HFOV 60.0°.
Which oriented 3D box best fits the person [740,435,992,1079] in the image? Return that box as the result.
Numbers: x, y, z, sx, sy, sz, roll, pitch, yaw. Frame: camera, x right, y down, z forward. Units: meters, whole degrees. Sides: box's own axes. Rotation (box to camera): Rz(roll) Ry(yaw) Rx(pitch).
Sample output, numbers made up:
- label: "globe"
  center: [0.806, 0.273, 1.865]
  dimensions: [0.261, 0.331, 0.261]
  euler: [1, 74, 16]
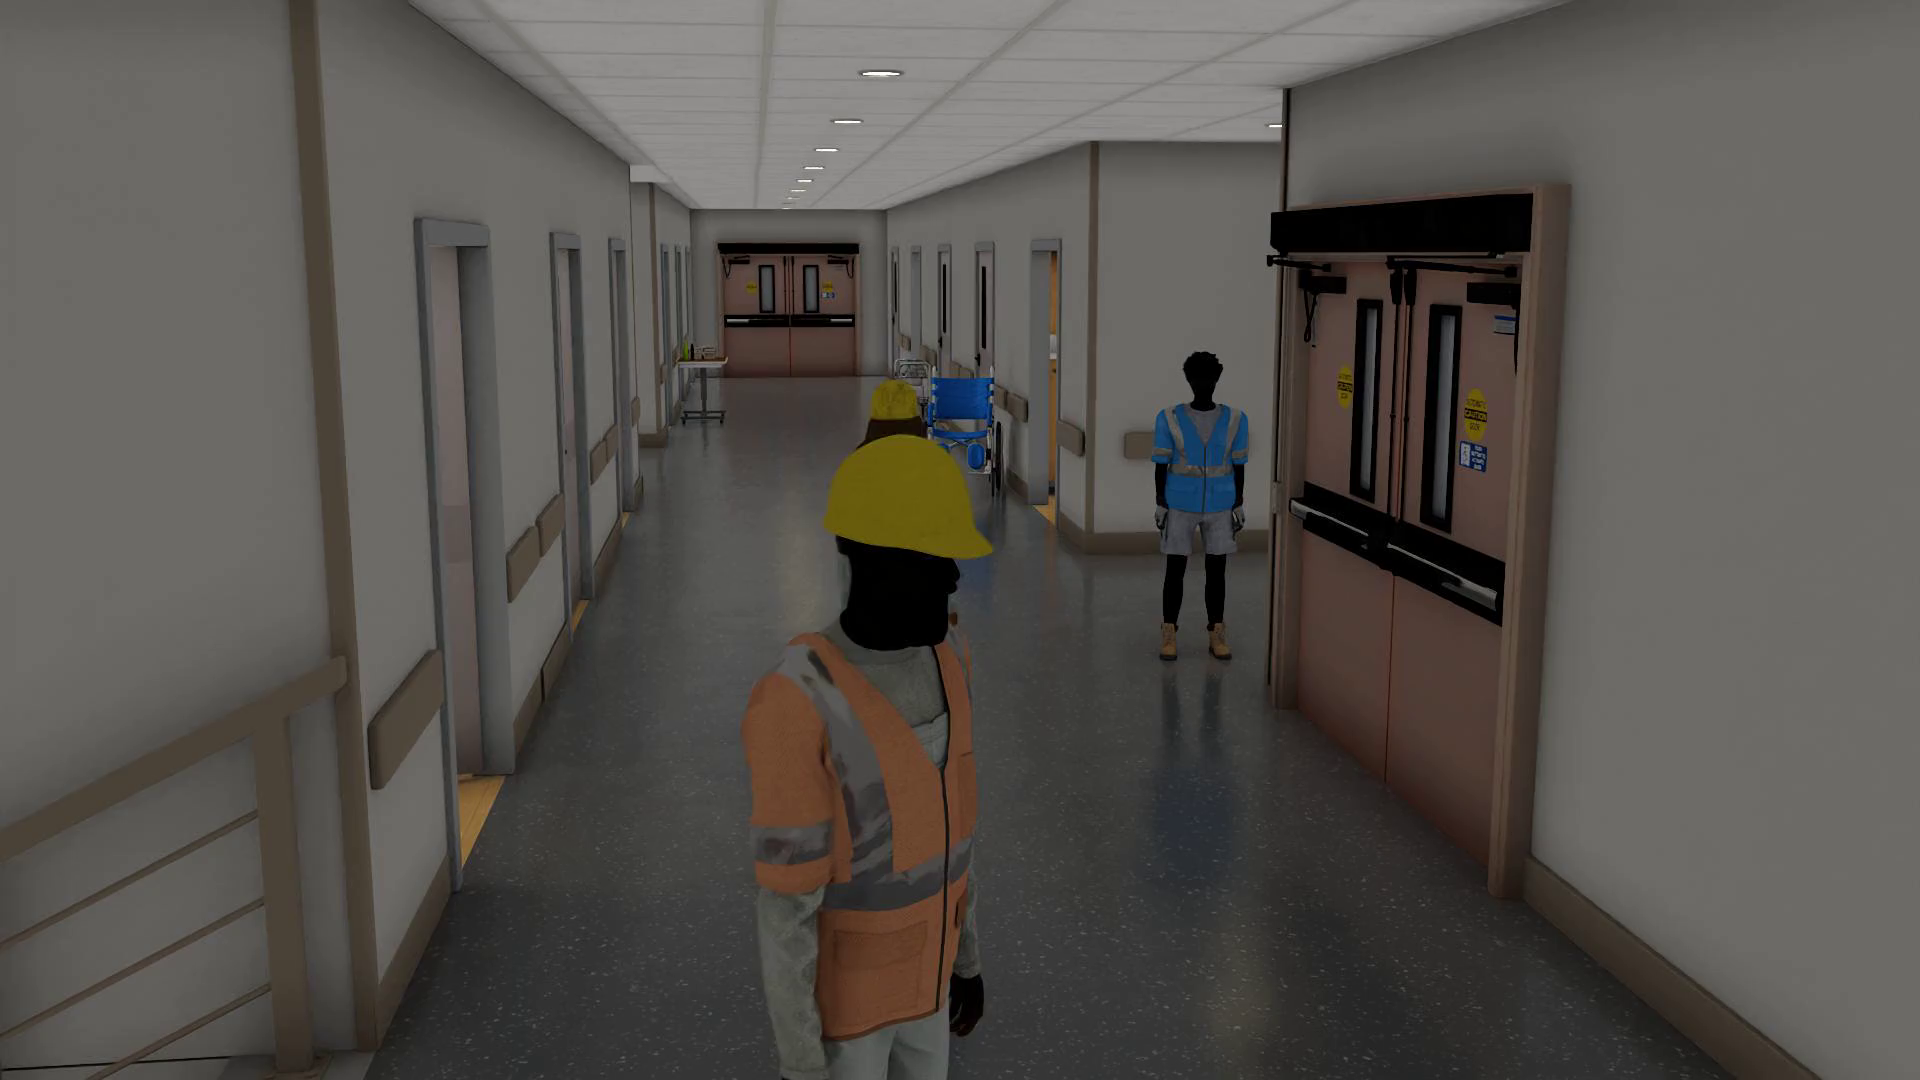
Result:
- label: "person"
  center: [-0.128, 0.768, 2.923]
  dimensions: [0.398, 1.920, 0.586]
  euler: [6, 11, 30]

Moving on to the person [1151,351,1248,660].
- label: "person"
  center: [1.310, -0.183, 9.101]
  dimensions: [0.535, 1.697, 0.318]
  euler: [0, 10, -2]

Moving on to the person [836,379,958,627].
- label: "person"
  center: [-0.261, 0.238, 6.530]
  dimensions: [0.496, 1.729, 0.526]
  euler: [2, 10, 13]
